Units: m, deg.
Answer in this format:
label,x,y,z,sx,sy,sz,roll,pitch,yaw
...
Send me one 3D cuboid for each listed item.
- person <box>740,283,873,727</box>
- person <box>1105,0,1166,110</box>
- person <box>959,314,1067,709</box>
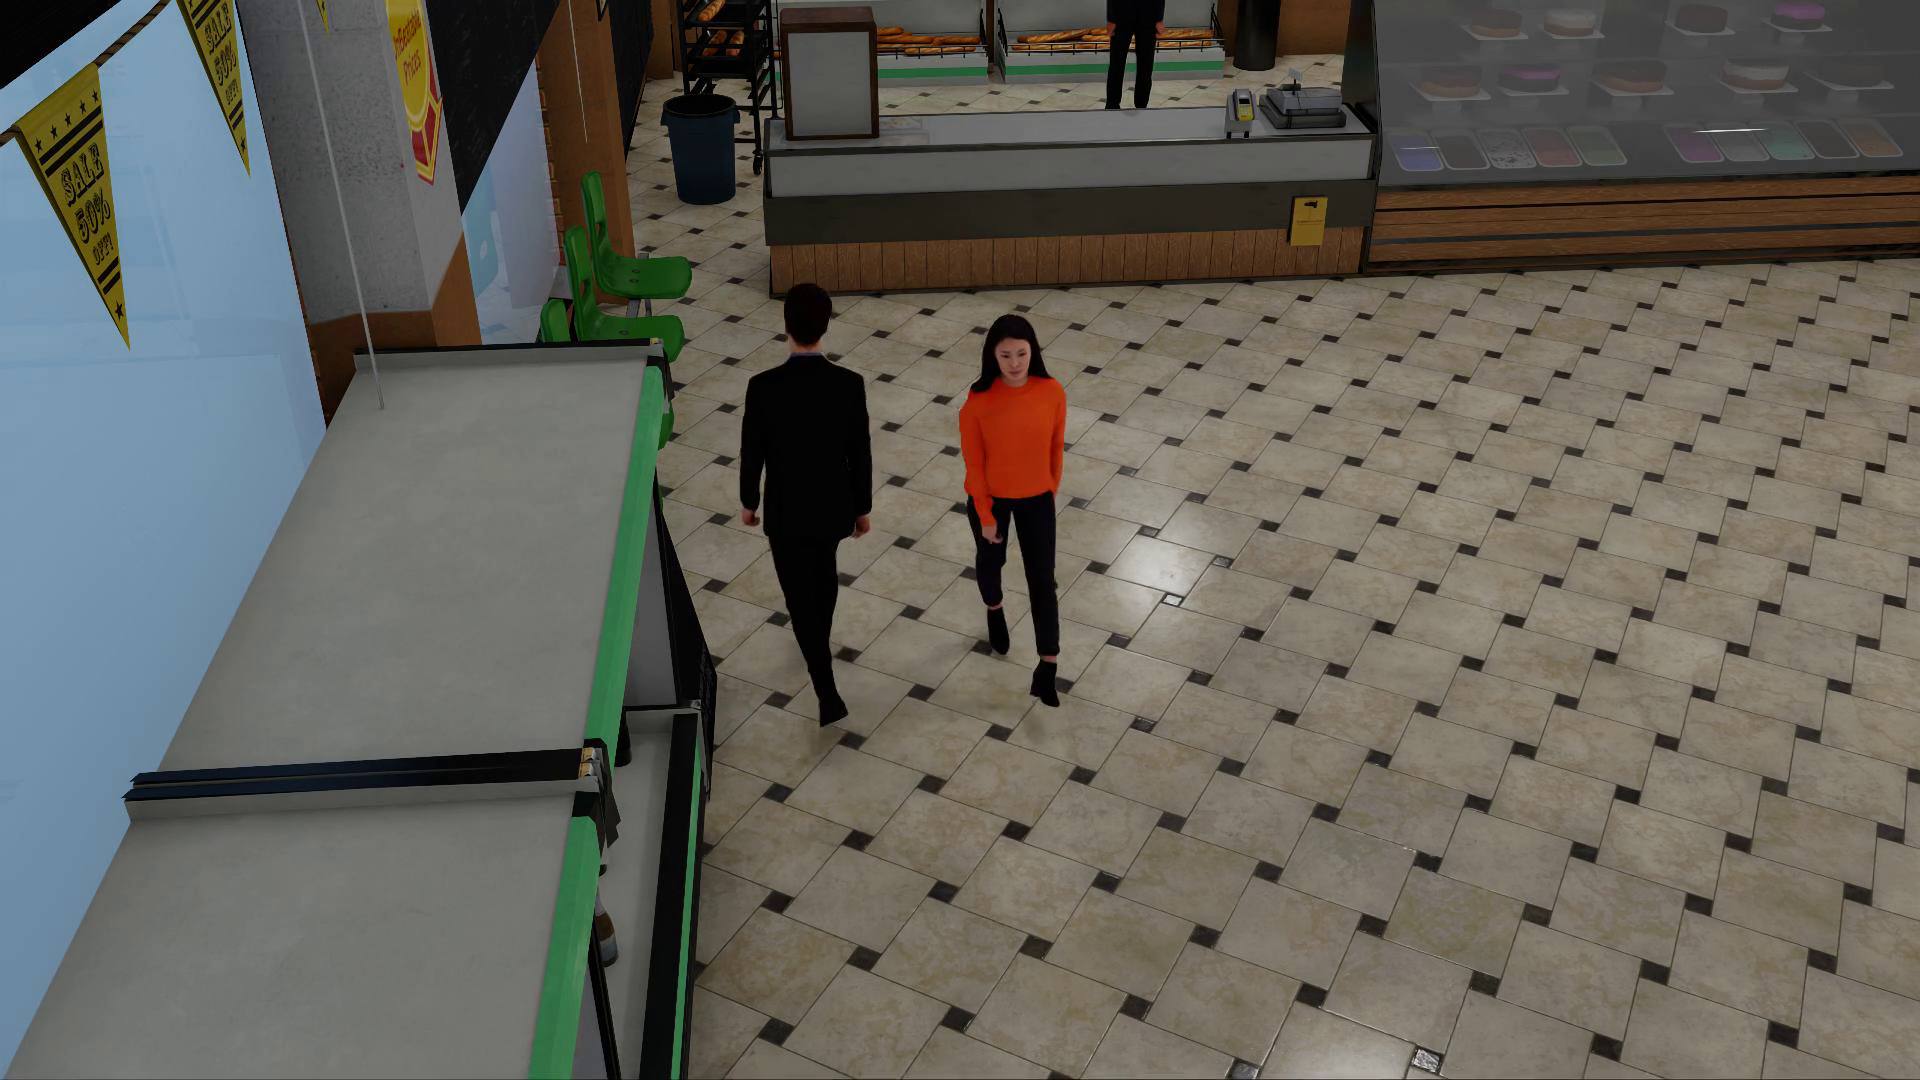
label,x,y,z,sx,sy,sz,roll,pitch,yaw
person,-0.609,-0.094,6.808,0.895,1.864,1.248,-11,34,-17
person,1.424,-4.245,13.475,0.621,1.868,0.565,-2,32,-4
person,0.187,-0.202,7.121,0.692,1.716,1.069,-7,33,-11
